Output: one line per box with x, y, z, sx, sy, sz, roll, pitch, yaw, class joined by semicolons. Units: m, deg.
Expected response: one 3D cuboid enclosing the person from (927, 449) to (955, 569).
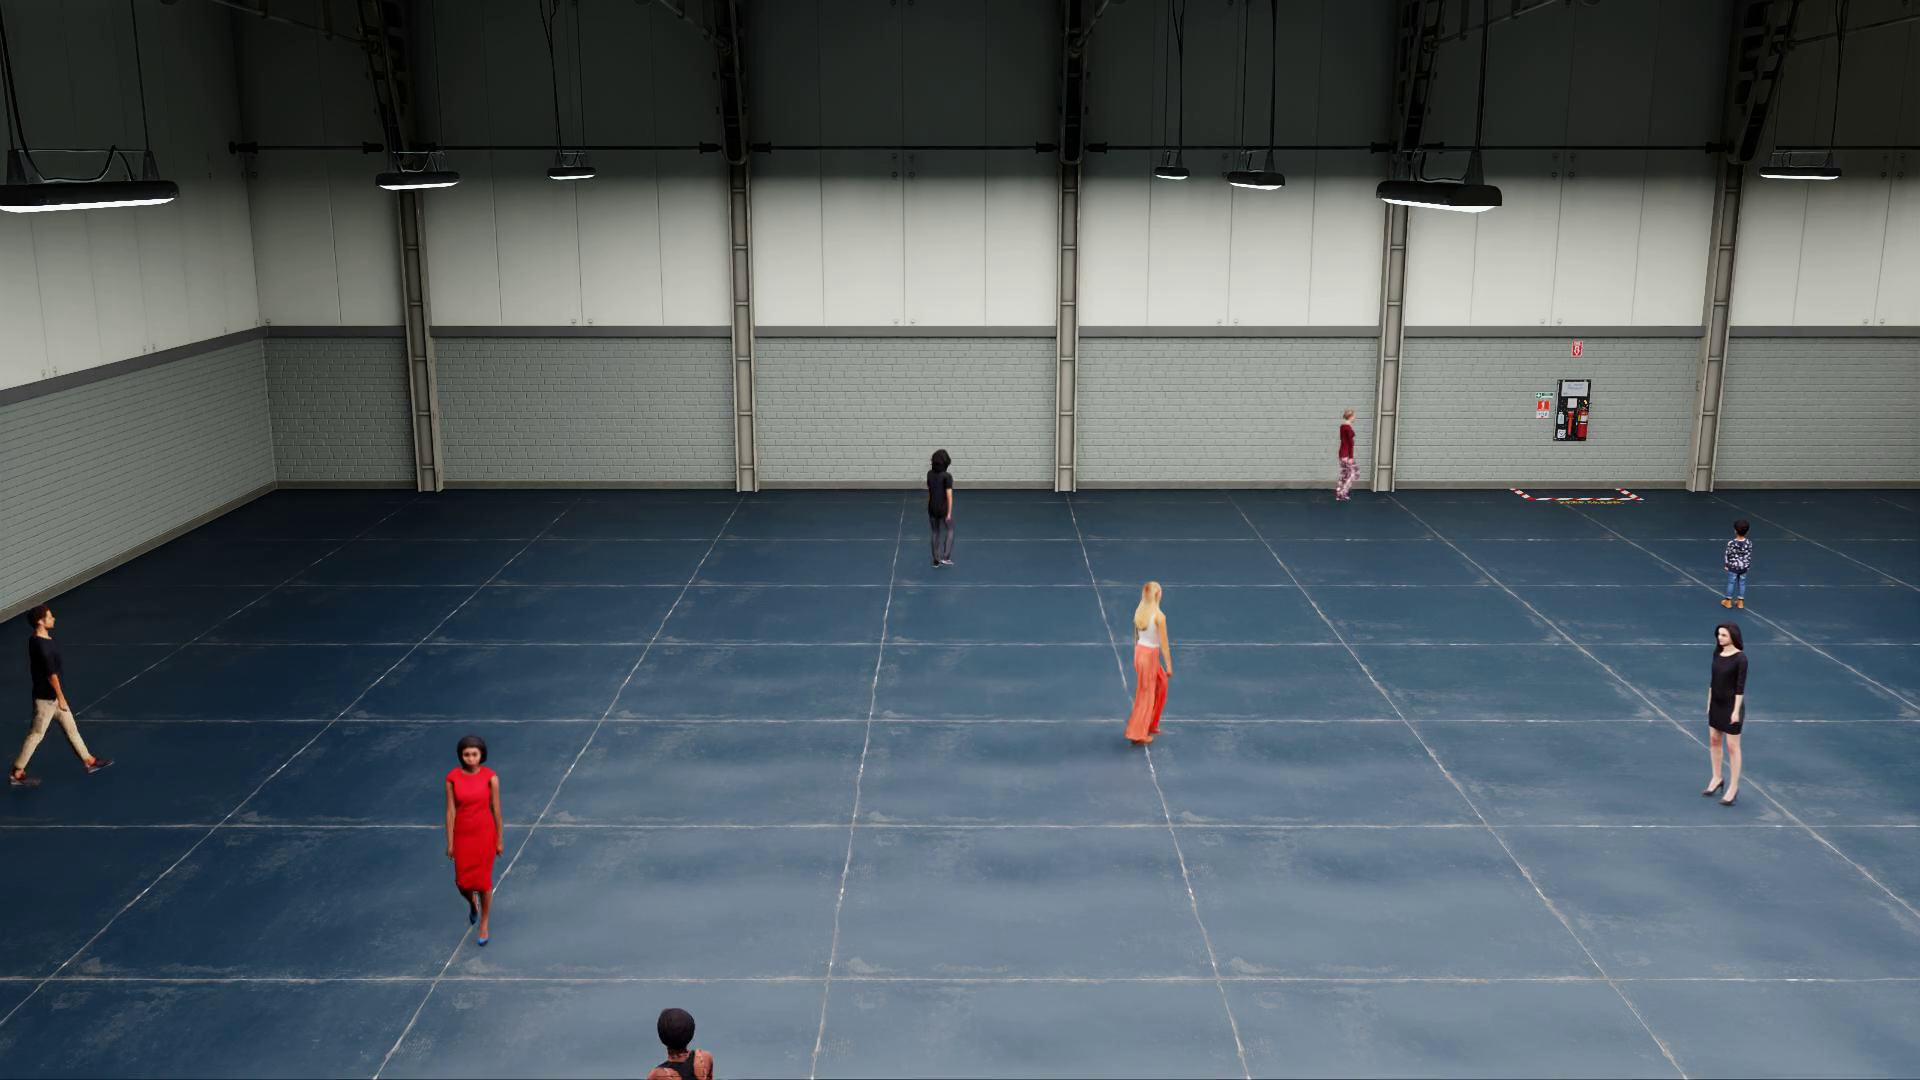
-0.356;-0.462;25.314;0.726;1.821;0.814;6;14;26;person

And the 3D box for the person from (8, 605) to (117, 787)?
-9.149;1.583;16.500;1.292;1.812;1.084;-8;15;-31;person

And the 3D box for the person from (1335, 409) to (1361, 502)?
6.959;-1.535;30.238;0.668;1.690;0.690;-2;13;-9;person

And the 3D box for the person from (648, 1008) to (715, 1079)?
-1.448;3.385;9.077;1.187;1.651;1.054;-8;15;-30;person

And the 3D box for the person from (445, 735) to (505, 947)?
-3.875;2.367;13.287;0.692;1.733;0.738;-3;13;-12;person

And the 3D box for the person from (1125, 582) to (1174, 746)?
1.911;1.330;17.651;0.954;1.787;0.846;-7;15;-26;person

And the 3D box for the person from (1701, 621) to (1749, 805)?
7.466;1.667;16.166;0.606;1.799;0.628;-4;14;-15;person

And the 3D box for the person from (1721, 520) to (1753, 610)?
10.836;0.329;23.159;0.459;1.252;0.574;2;13;7;person
